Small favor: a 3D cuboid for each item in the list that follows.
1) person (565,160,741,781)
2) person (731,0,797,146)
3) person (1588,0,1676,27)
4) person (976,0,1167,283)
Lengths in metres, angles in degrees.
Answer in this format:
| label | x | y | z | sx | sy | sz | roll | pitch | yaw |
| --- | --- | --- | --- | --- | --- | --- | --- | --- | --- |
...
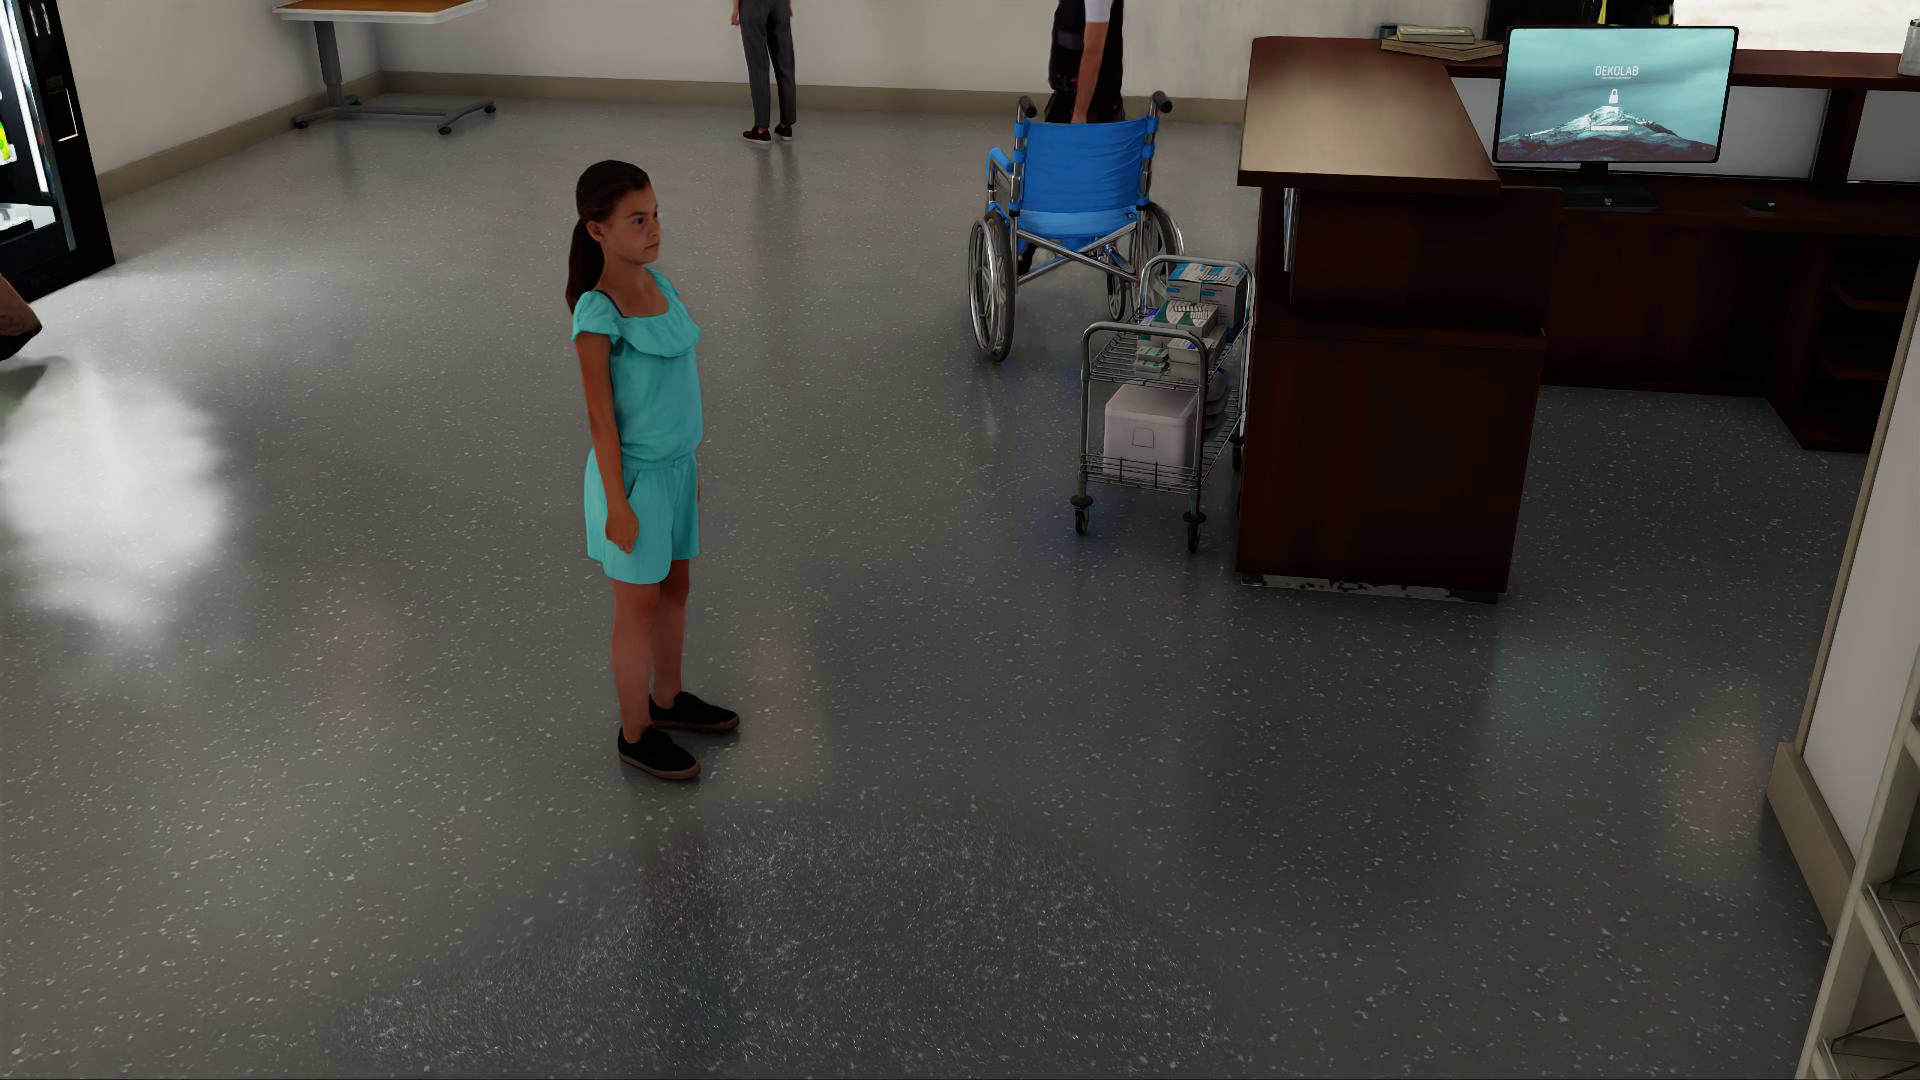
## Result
| label | x | y | z | sx | sy | sz | roll | pitch | yaw |
| --- | --- | --- | --- | --- | --- | --- | --- | --- | --- |
| person | -0.782 | -0.165 | 4.124 | 0.644 | 1.558 | 0.533 | 9 | 27 | 18 |
| person | -1.259 | -3.451 | 10.737 | 0.665 | 1.734 | 0.728 | -17 | 31 | -32 |
| person | 3.238 | -2.305 | 8.162 | 0.863 | 1.905 | 0.577 | 1 | 26 | 2 |
| person | 0.696 | -2.014 | 7.680 | 1.026 | 1.800 | 1.237 | -4 | 26 | -8 |
